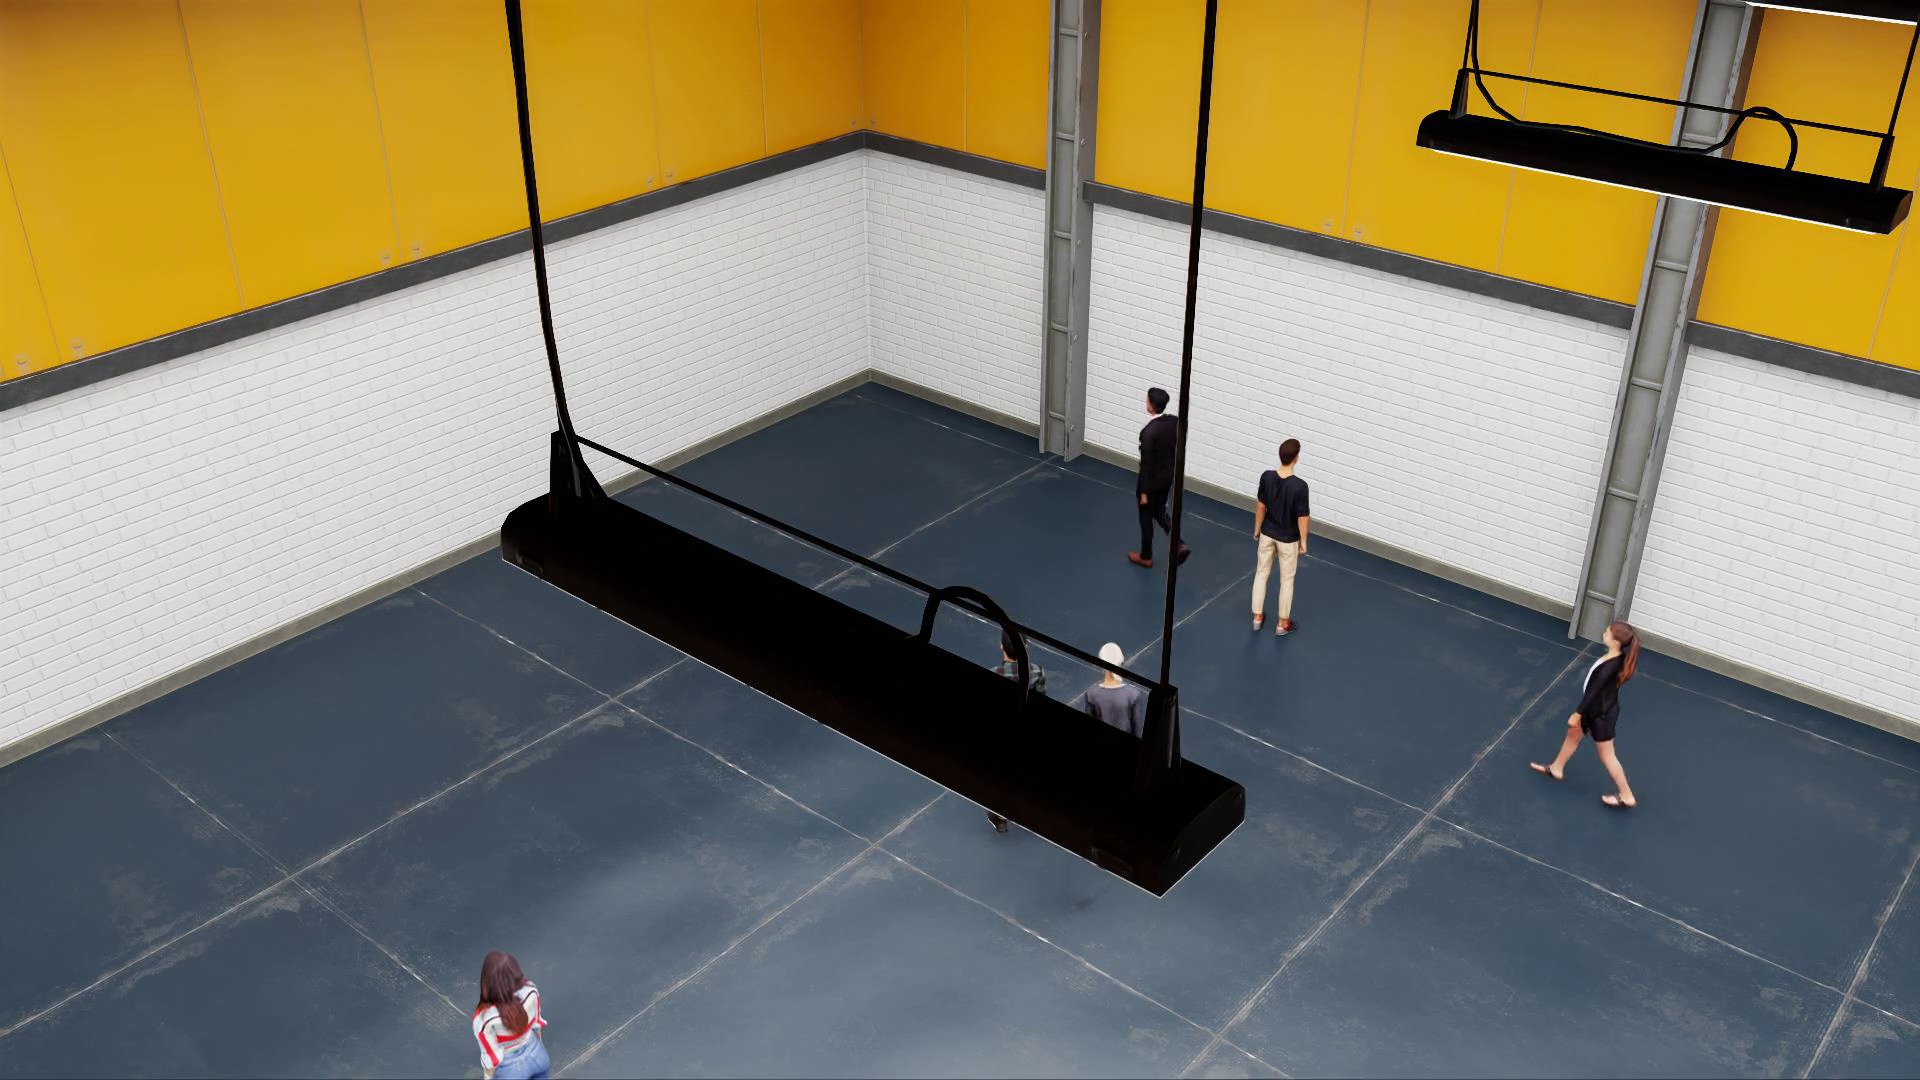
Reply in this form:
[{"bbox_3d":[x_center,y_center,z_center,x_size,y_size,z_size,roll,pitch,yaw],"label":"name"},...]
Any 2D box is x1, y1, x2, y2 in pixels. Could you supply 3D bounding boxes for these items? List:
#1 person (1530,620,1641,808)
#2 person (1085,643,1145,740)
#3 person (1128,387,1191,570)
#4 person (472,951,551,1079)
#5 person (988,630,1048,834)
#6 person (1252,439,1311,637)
[{"bbox_3d":[4.897,1.329,12.520,1.075,1.525,0.625,17,33,28],"label":"person"},{"bbox_3d":[1.104,1.574,11.885,0.740,1.703,0.830,8,30,15],"label":"person"},{"bbox_3d":[1.909,-0.533,15.578,0.759,1.866,0.930,-25,37,-38],"label":"person"},{"bbox_3d":[-2.504,2.968,9.423,0.495,1.614,0.580,22,36,35],"label":"person"},{"bbox_3d":[0.395,1.355,12.025,0.741,1.715,0.749,-5,29,-10],"label":"person"},{"bbox_3d":[2.819,-0.030,14.667,0.505,1.854,0.735,17,33,28],"label":"person"}]
